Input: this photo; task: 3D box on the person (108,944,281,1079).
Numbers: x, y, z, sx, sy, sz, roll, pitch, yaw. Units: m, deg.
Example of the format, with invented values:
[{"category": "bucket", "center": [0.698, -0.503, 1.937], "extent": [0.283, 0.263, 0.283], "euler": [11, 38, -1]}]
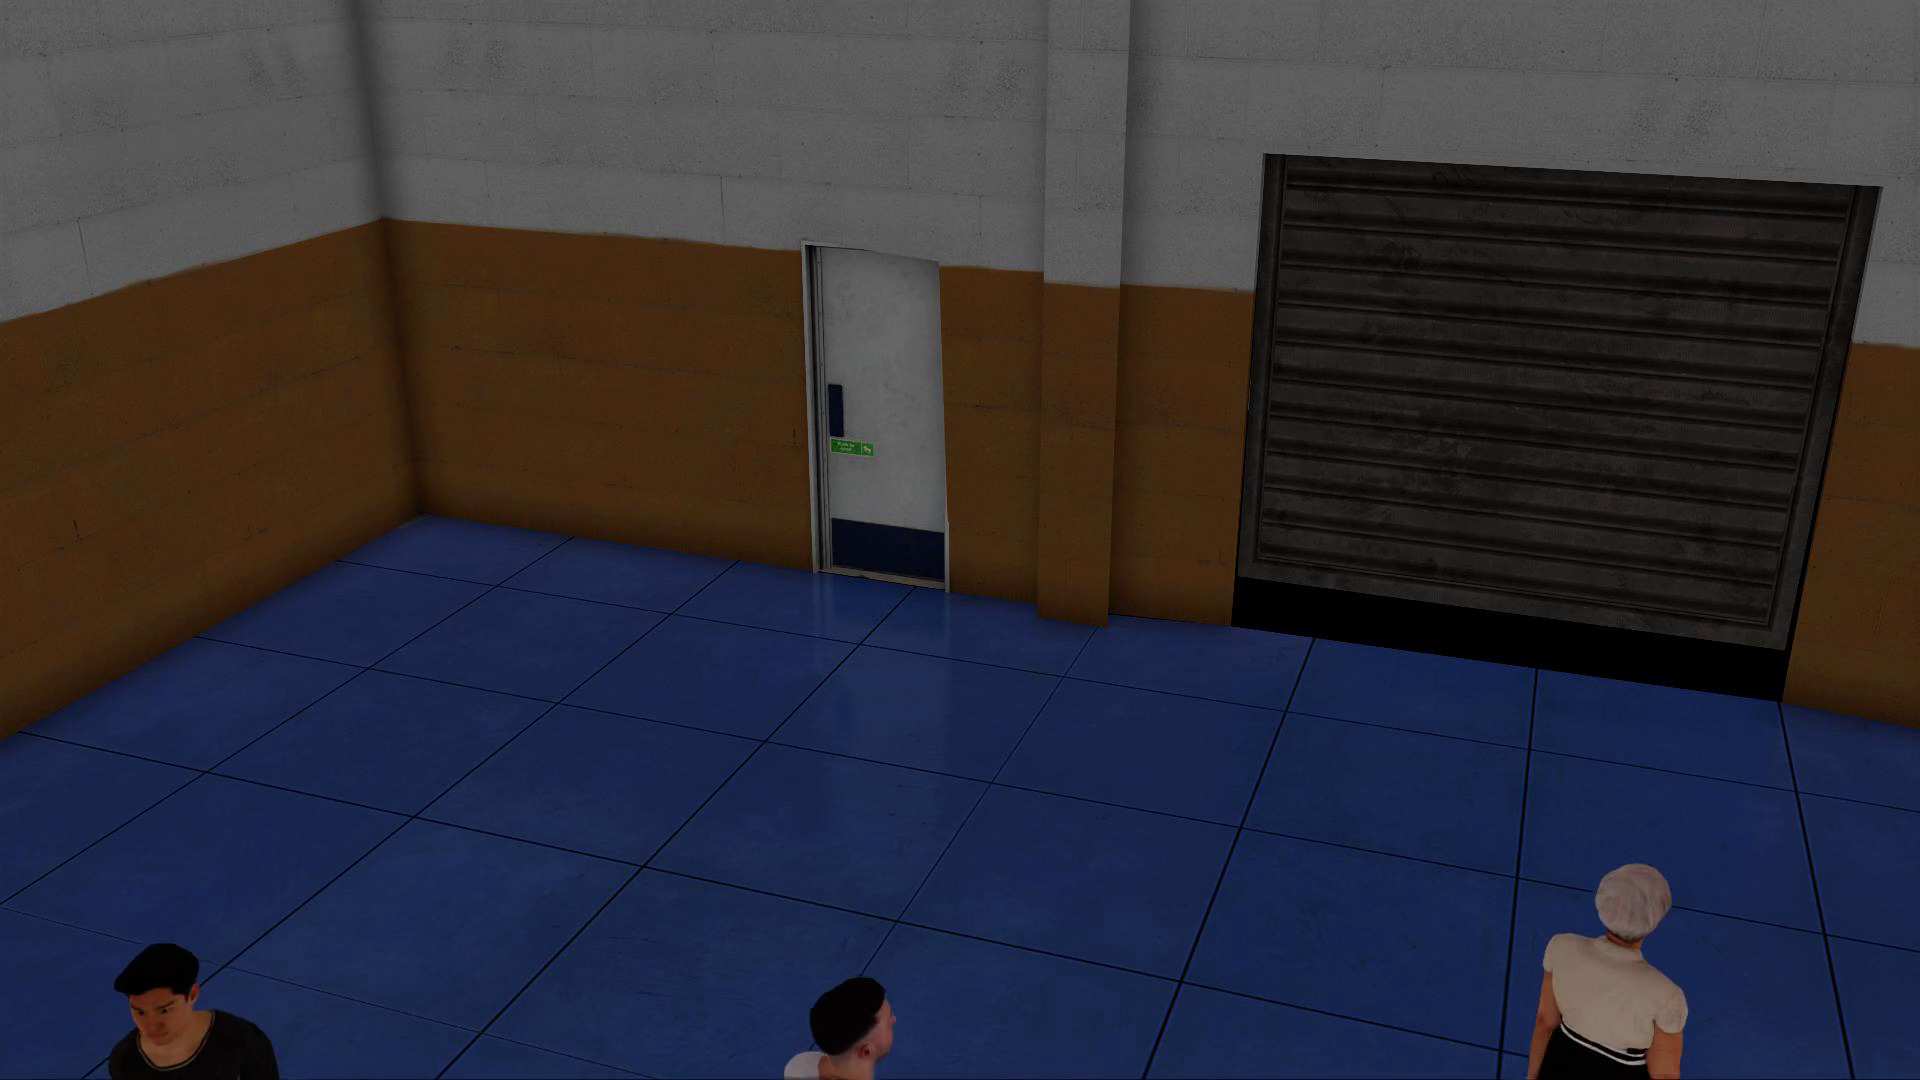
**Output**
[{"category": "person", "center": [-2.227, 1.895, 5.051], "extent": [1.044, 1.680, 1.013], "euler": [-5, 22, -12]}]

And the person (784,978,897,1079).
[{"category": "person", "center": [-0.274, 1.980, 4.626], "extent": [0.814, 1.840, 0.675], "euler": [-19, 29, -39]}]

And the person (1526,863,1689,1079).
[{"category": "person", "center": [1.958, 1.810, 5.191], "extent": [0.986, 1.733, 1.029], "euler": [-18, 28, -38]}]
